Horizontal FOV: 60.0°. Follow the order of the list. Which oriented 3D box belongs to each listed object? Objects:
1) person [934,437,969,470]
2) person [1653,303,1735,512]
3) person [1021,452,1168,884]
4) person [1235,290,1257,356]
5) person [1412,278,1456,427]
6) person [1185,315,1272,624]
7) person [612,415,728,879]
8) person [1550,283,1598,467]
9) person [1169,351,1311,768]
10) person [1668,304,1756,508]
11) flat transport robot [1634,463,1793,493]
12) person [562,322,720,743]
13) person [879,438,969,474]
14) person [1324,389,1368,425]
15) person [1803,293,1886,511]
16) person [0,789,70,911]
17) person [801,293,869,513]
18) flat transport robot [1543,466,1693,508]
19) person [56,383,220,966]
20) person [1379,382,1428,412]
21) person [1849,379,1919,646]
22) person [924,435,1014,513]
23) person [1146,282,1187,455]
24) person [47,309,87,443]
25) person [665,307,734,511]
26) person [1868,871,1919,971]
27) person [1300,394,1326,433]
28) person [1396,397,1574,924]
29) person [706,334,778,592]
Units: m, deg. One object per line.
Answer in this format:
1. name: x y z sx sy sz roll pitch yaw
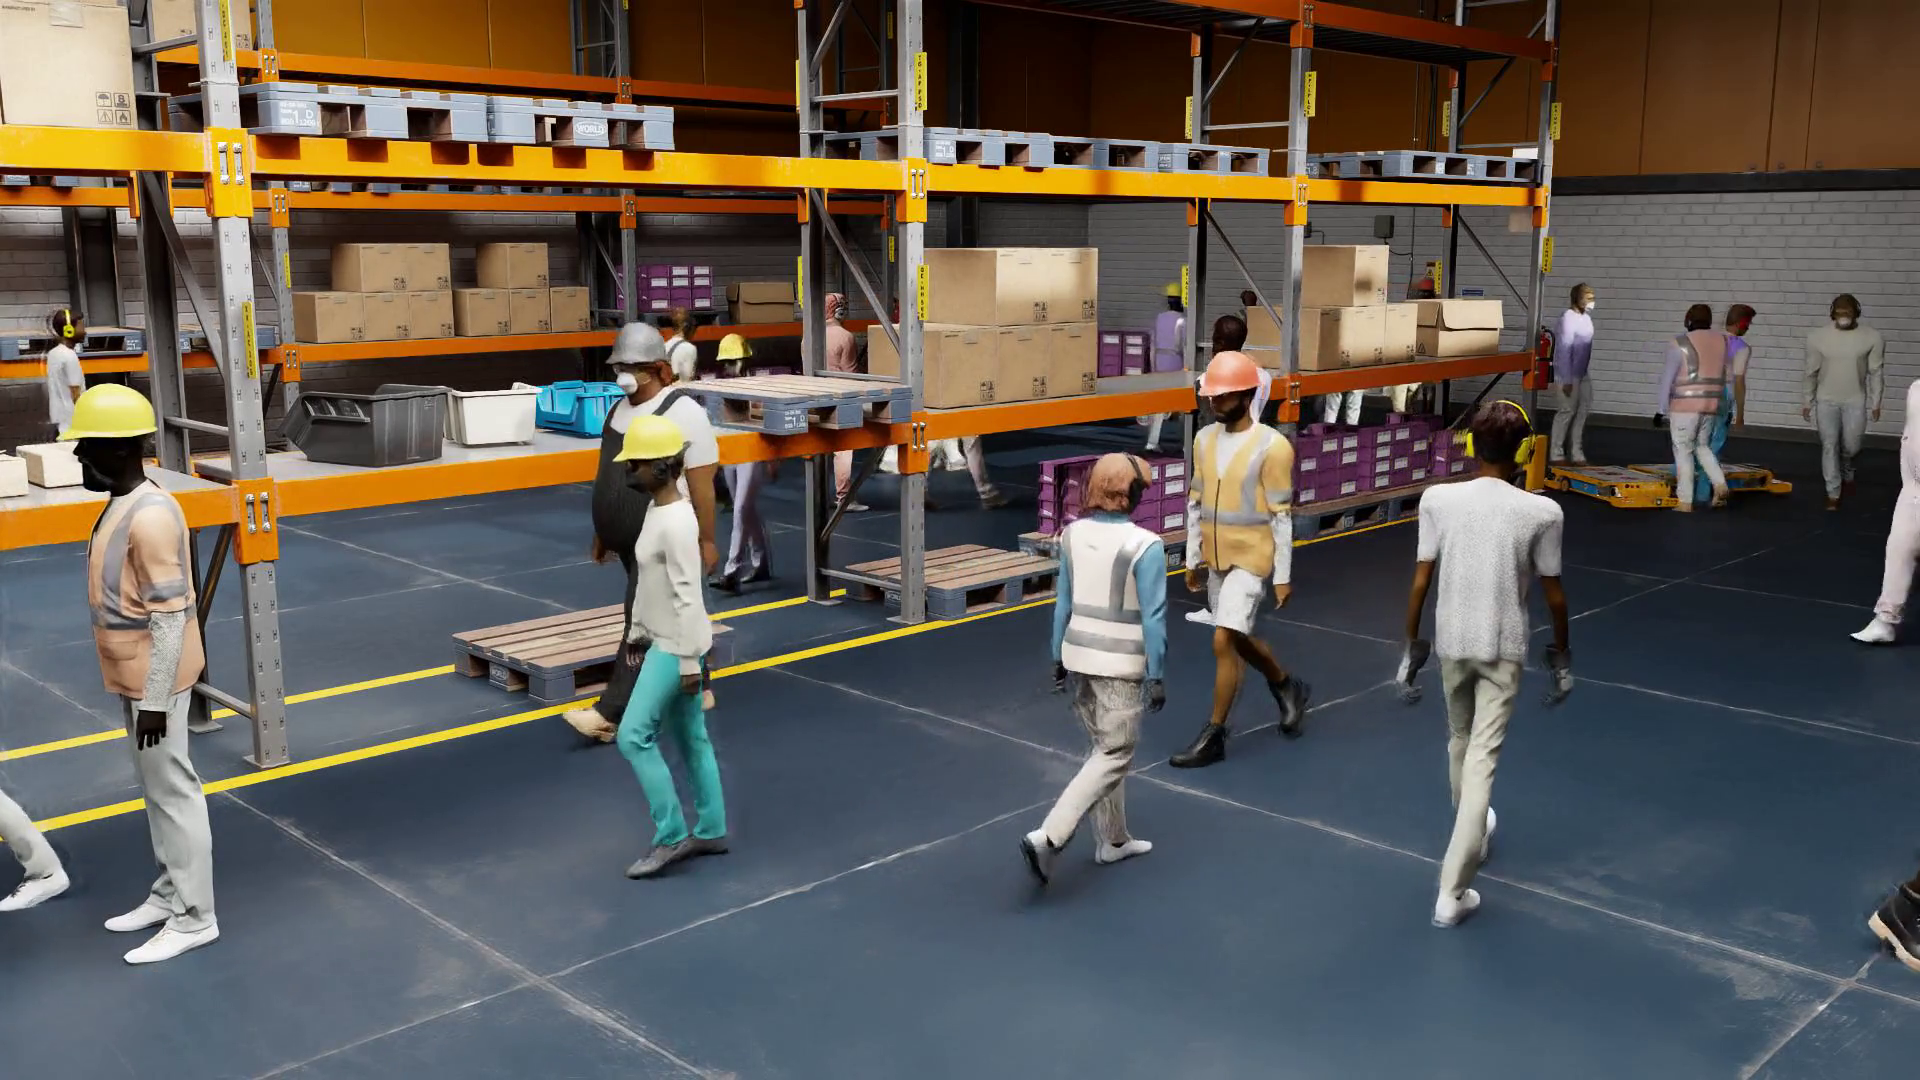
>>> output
1. person: -0.095 -1.655 17.153 0.309 1.863 0.535 -8 13 -37
2. person: 6.392 -1.135 14.434 0.656 1.821 0.517 -3 11 -18
3. person: 0.490 0.482 6.161 0.655 1.614 0.545 -8 13 -38
4. person: 4.043 -2.675 23.330 0.523 1.638 0.311 -6 12 -28
5. person: 5.645 -2.188 19.995 0.978 1.882 0.564 -10 14 -44
6. person: 1.663 -0.425 10.288 0.593 1.922 0.391 -8 13 -37
7. person: -1.128 0.402 6.263 0.550 1.750 0.536 -2 11 -12
8. person: 6.294 -1.653 16.992 0.437 1.933 0.645 9 14 40
9. person: 1.336 0.065 7.705 0.886 1.902 0.572 -8 13 -37
10. person: 6.634 -1.161 14.595 0.531 1.809 0.636 -2 11 -12
11. flat transport robot: 6.972 -0.579 15.633 1.431 0.197 0.652 -2 11 -9
12. person: -1.568 -0.067 8.012 0.705 2.000 1.017 10 15 44
13. person: -0.355 -1.573 16.824 1.039 1.833 0.556 -2 11 -9
14. person: 4.143 -1.700 17.809 0.501 1.721 0.342 2 11 13
15. person: 7.776 -1.220 14.682 0.639 1.911 0.542 5 12 26
16. person: -3.600 0.572 5.765 0.847 1.591 0.497 -8 13 -36
17. person: -1.078 -1.189 14.494 0.643 1.909 0.410 9 14 41
18. flat transport robot: 5.994 -0.502 15.210 0.652 0.197 1.431 -2 11 -9
19. person: -2.723 0.442 5.540 0.371 1.929 0.584 -7 12 -33
20. person: 4.827 -1.697 18.037 0.545 1.611 0.418 -3 11 -17
21. person: 5.592 -0.272 9.555 0.886 1.870 0.664 -5 12 -26
22. person: 0.008 -1.208 14.488 1.006 1.930 0.647 -6 12 -30
23. person: 2.335 -1.870 18.242 0.603 1.898 0.812 10 14 43
24. person: -7.206 -0.949 13.422 0.974 1.829 0.547 -8 13 -38
25. person: -2.316 -1.086 14.240 0.530 1.789 0.956 10 14 43
26. person: 3.458 0.494 5.339 0.842 1.920 0.628 6 12 31
27. person: 4.354 -2.242 20.062 0.704 1.971 0.615 -10 14 -43
28. person: 1.935 0.401 6.022 0.563 1.823 0.935 7 12 33
29. person: -1.565 -0.516 11.282 0.547 1.728 0.836 7 13 35
